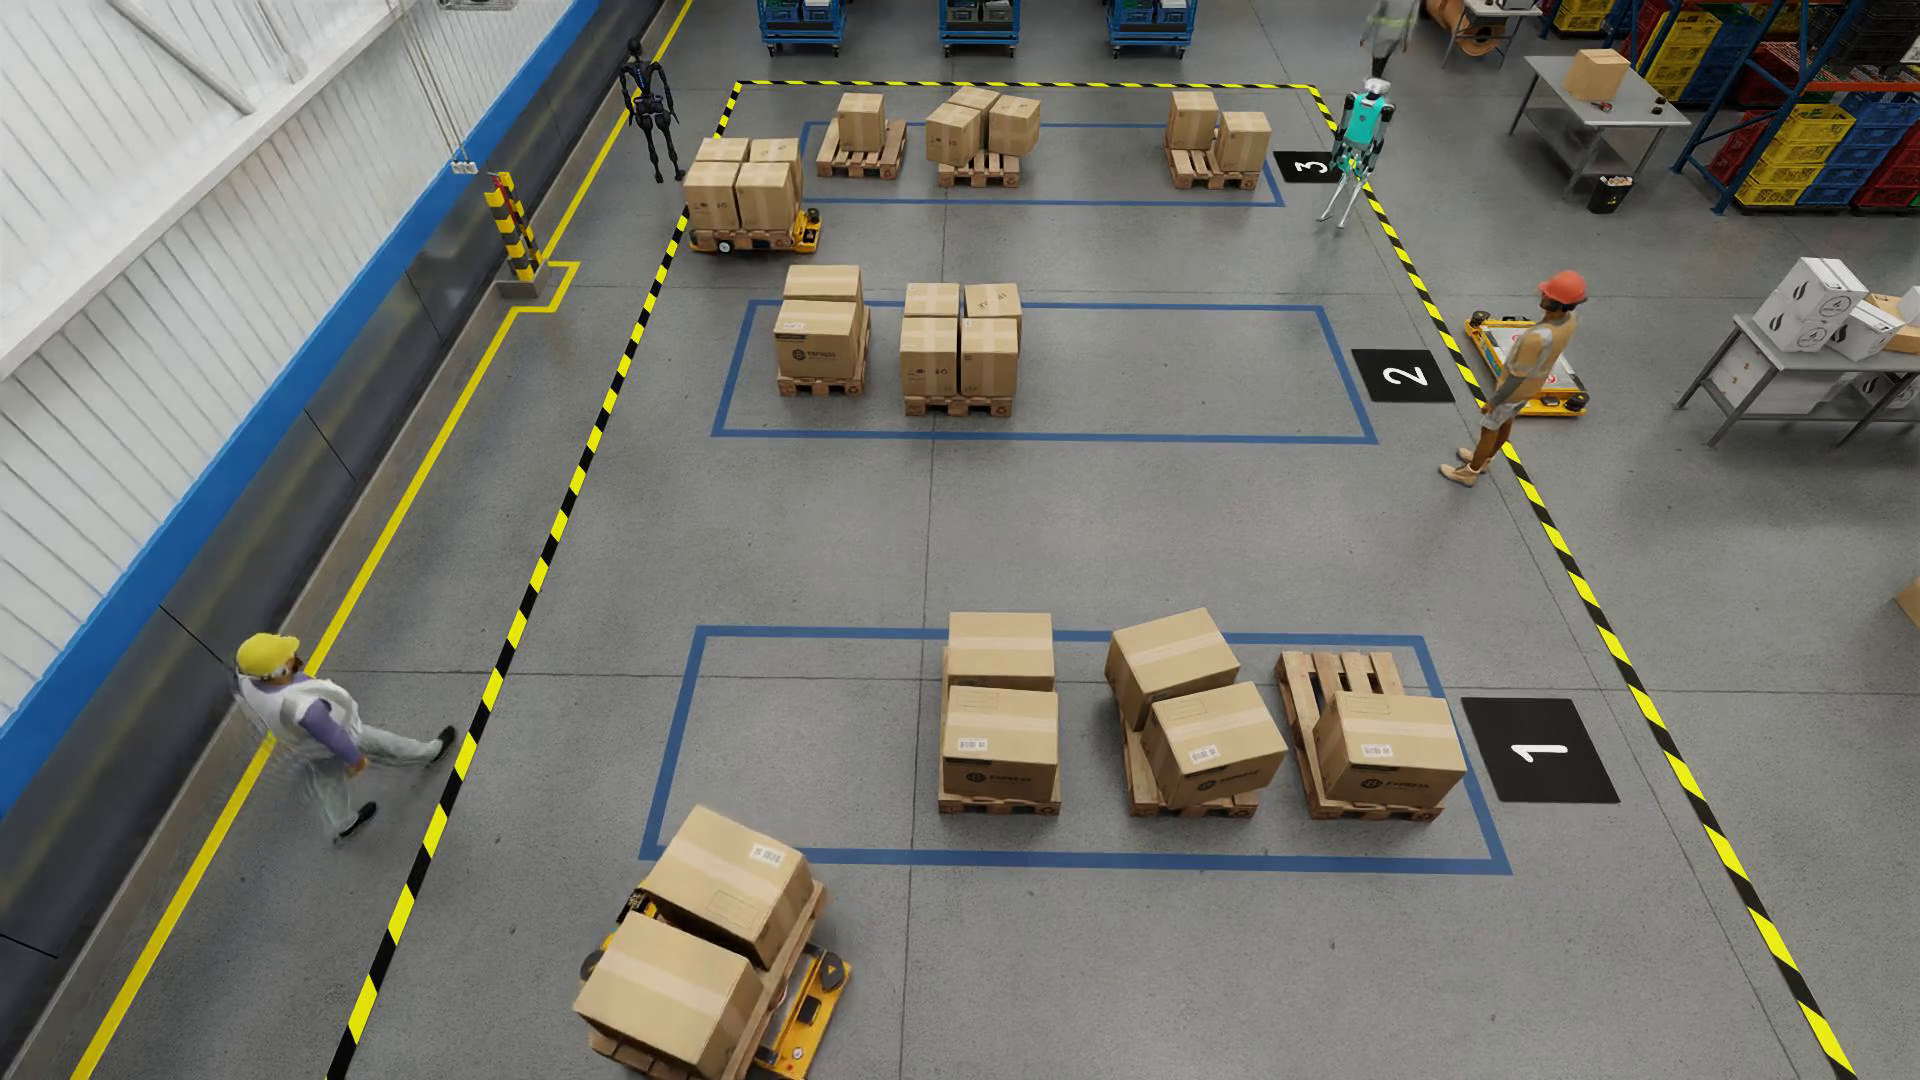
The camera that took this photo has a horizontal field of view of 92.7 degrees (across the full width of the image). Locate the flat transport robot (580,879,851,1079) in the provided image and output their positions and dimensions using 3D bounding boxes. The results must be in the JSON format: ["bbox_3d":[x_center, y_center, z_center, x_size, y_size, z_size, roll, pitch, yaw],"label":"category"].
[{"bbox_3d":[-1.425,2.520,5.334,1.431,0.197,0.652,16,51,13],"label":"flat transport robot"}]

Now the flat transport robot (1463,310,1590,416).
[{"bbox_3d":[5.573,-1.757,9.054,0.659,0.231,1.431,1,49,1],"label":"flat transport robot"}]

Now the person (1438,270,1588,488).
[{"bbox_3d":[4.498,-1.267,7.457,0.604,2.045,0.383,-30,55,-23],"label":"person"}]

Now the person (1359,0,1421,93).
[{"bbox_3d":[5.772,-6.883,12.475,0.614,1.796,0.989,0,49,0],"label":"person"}]

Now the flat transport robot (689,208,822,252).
[{"bbox_3d":[-2.367,-3.613,10.642,1.431,0.197,0.652,1,49,1],"label":"flat transport robot"}]

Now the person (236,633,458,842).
[{"bbox_3d":[-3.814,1.117,5.563,0.601,1.782,0.934,17,51,15],"label":"person"}]

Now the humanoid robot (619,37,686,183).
[{"bbox_3d":[-3.738,-5.178,11.075,0.599,1.655,0.315,-7,49,-6],"label":"humanoid robot"}]

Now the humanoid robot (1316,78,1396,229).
[{"bbox_3d":[4.483,-4.353,10.241,0.533,1.677,0.735,33,57,25],"label":"humanoid robot"}]
